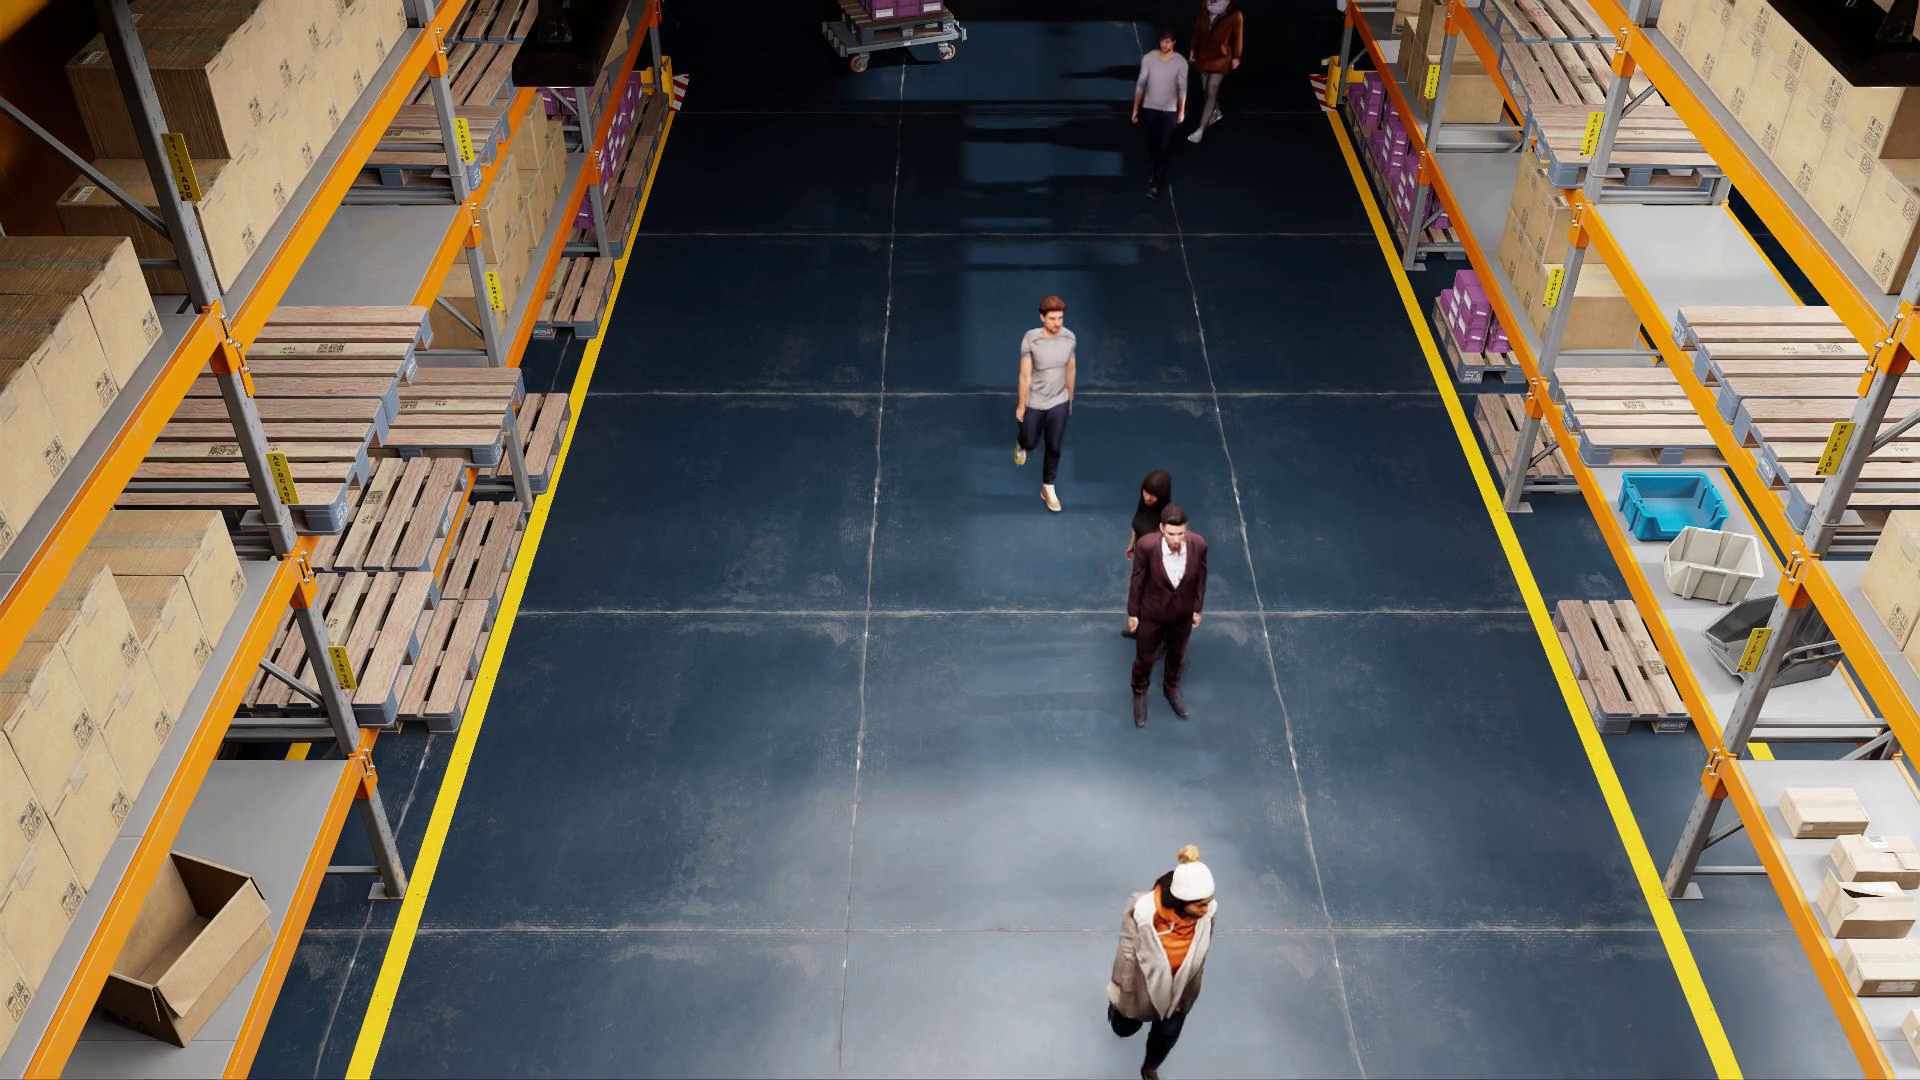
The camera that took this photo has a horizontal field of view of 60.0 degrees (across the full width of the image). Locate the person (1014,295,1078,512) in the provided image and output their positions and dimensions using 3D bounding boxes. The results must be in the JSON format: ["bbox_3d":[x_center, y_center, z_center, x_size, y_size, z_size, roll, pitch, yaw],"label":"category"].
[{"bbox_3d":[0.646,-1.159,13.301,0.792,1.880,1.056,-8,39,-10],"label":"person"}]

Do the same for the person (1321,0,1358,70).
[{"bbox_3d":[4.760,-6.442,20.089,0.781,1.665,0.614,-4,39,-5],"label":"person"}]

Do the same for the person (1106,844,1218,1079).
[{"bbox_3d":[1.056,2.267,9.020,0.789,1.868,0.972,-3,39,-3],"label":"person"}]

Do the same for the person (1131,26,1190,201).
[{"bbox_3d":[2.153,-4.590,17.659,0.986,1.802,1.234,16,41,19],"label":"person"}]

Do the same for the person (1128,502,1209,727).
[{"bbox_3d":[1.396,0.453,11.304,0.699,1.853,0.635,-7,39,-8],"label":"person"}]

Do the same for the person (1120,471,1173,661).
[{"bbox_3d":[1.398,0.148,11.860,0.781,1.635,0.643,-17,42,-21],"label":"person"}]

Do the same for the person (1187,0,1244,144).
[{"bbox_3d":[2.899,-5.431,18.727,1.148,1.784,1.264,27,46,29],"label":"person"}]
